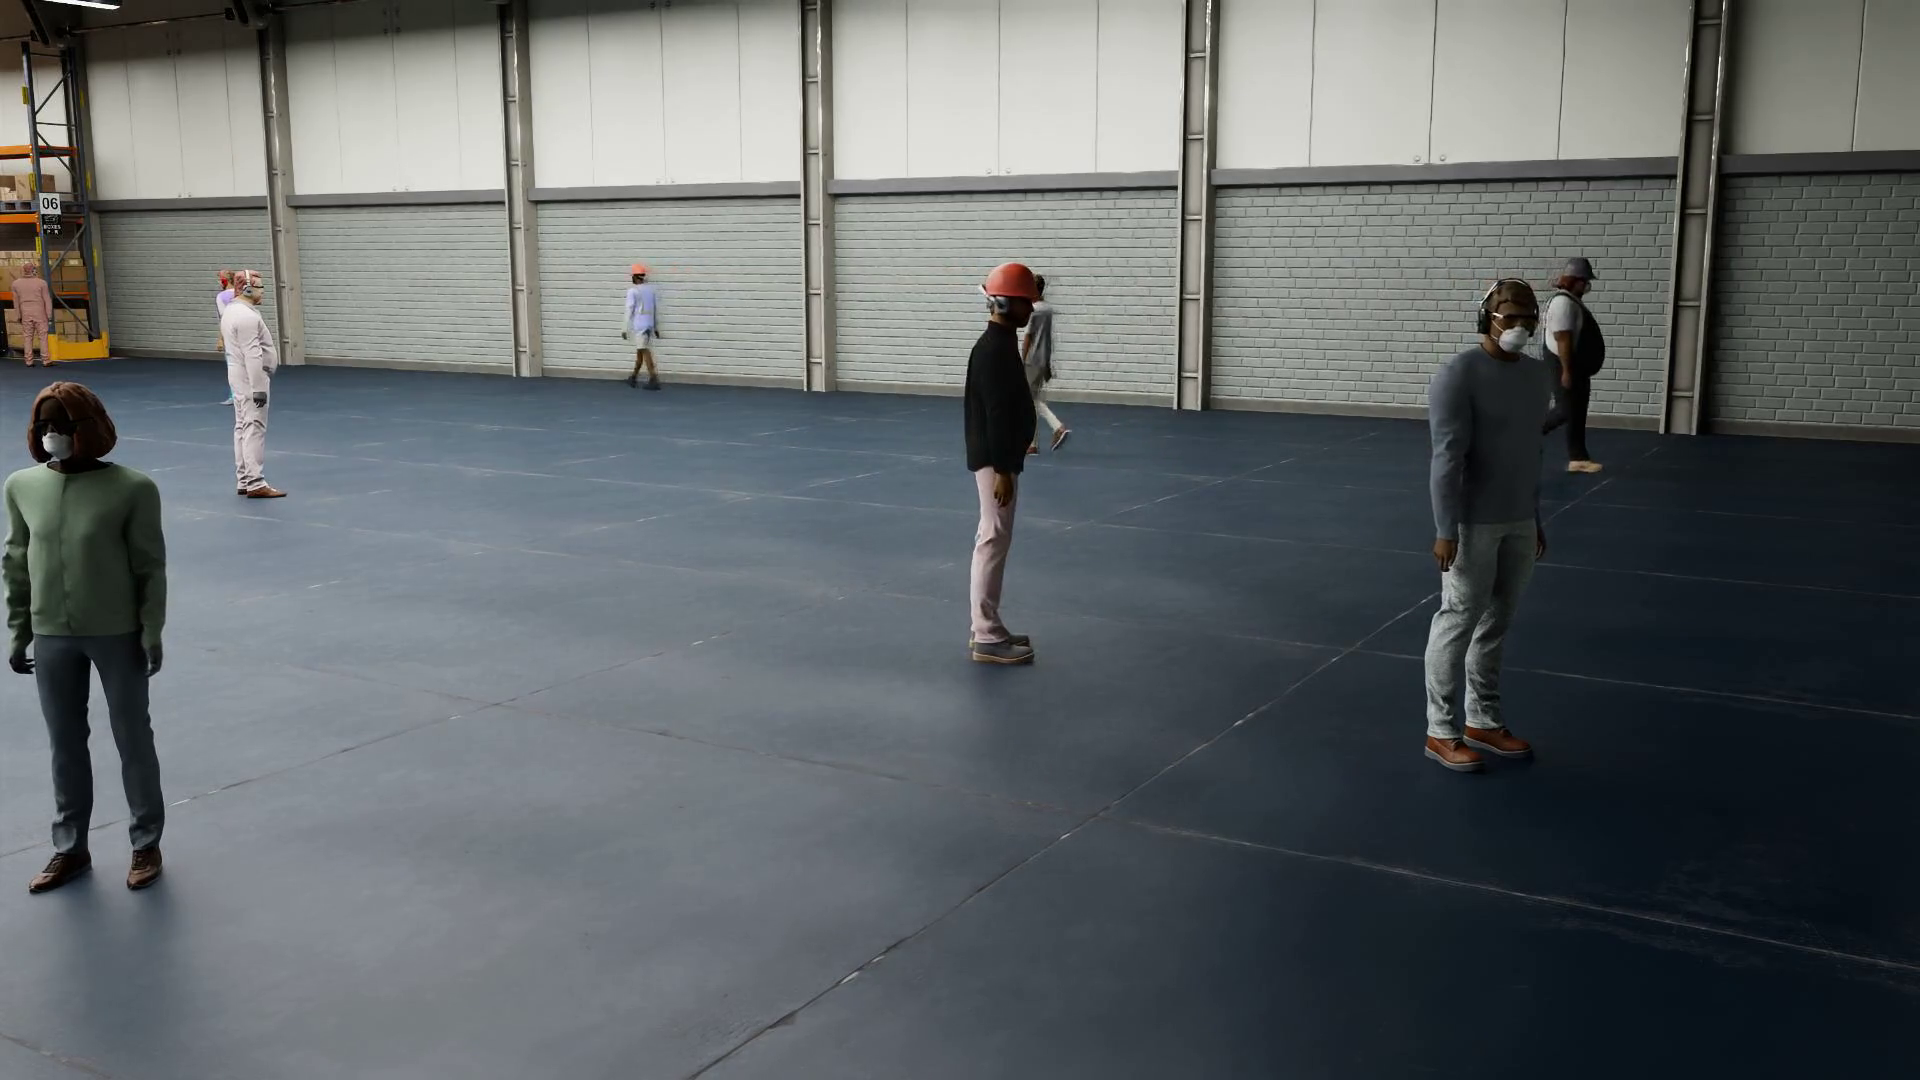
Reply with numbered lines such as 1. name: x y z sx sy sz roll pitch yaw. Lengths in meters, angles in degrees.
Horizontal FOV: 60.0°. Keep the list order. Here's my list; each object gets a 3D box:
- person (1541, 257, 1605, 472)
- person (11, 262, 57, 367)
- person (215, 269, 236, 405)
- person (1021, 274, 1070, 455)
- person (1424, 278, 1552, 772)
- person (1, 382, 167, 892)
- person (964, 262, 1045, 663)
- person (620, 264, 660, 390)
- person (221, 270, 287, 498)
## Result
1. person: 5.647 -1.645 15.568 0.760 2.000 0.688 5 11 29
2. person: -16.891 -4.108 30.365 0.651 1.912 0.410 -1 10 -6
3. person: -9.852 -2.743 22.581 0.389 1.841 0.566 2 10 13
4. person: 0.773 -1.765 16.828 0.517 1.853 0.530 5 11 27
5. person: 2.102 -0.062 6.609 0.635 1.935 0.350 -7 12 -34
6. person: -2.785 0.311 5.311 0.497 1.633 0.284 -1 10 -4
7. person: 0.221 -0.389 8.360 0.396 1.990 0.621 0 10 0
8. person: -4.932 -3.234 25.284 0.930 1.896 0.574 6 11 31
9. person: -5.936 -1.305 13.980 0.404 1.904 0.652 -7 12 -34
